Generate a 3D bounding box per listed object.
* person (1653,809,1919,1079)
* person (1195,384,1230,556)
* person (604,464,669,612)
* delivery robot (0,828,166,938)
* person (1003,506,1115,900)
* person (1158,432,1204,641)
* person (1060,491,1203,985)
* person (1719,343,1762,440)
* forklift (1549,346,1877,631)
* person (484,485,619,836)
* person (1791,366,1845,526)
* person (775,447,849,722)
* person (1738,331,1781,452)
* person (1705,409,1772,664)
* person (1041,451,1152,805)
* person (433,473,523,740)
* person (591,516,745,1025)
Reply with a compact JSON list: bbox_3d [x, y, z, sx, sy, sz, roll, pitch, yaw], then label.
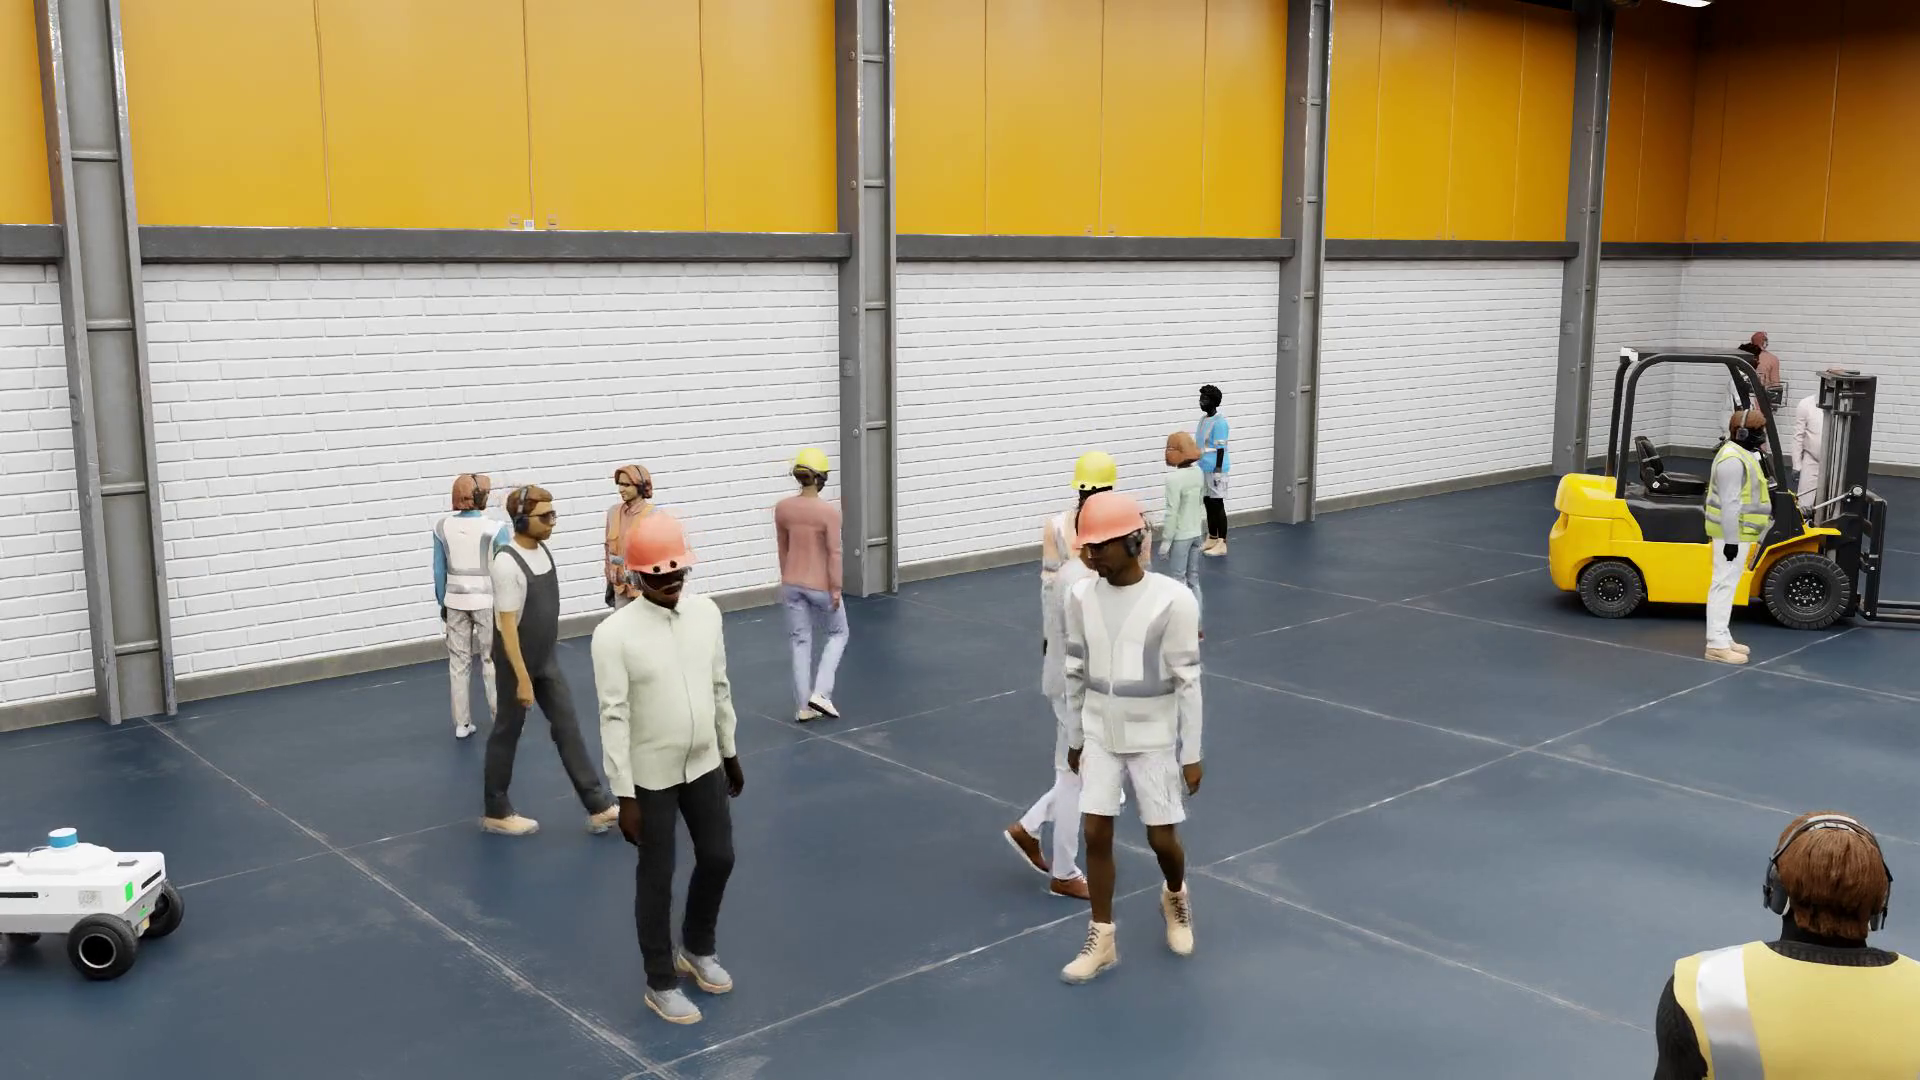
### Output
[{"bbox_3d":[1.724,1.450,3.433,0.633,1.843,0.429,2,10,12],"label":"person"},{"bbox_3d":[2.483,-0.689,16.406,0.321,1.691,0.537,-2,10,-14],"label":"person"},{"bbox_3d":[-2.046,0.330,10.572,0.513,1.642,0.313,6,11,31],"label":"person"},{"bbox_3d":[-3.724,1.447,6.939,0.707,0.478,0.477,0,10,0],"label":"delivery robot"},{"bbox_3d":[0.509,0.729,7.647,0.494,1.846,0.625,0,10,3],"label":"person"},{"bbox_3d":[1.688,-0.002,12.580,0.267,1.622,0.566,7,12,35],"label":"person"},{"bbox_3d":[0.711,0.789,6.797,0.645,2.018,0.664,6,12,33],"label":"person"},{"bbox_3d":[9.002,-1.305,19.239,0.400,1.955,0.608,5,11,28],"label":"person"},{"bbox_3d":[6.109,-0.478,13.691,2.313,2.155,1.214,3,10,16],"label":"forklift"},{"bbox_3d":[-2.041,0.631,8.309,0.913,1.807,0.545,3,10,15],"label":"person"},{"bbox_3d":[8.252,-0.698,15.818,0.642,1.910,0.401,5,11,25],"label":"person"},{"bbox_3d":[-0.934,0.286,10.516,0.522,1.752,0.371,5,11,26],"label":"person"},{"bbox_3d":[11.005,-1.926,23.012,0.641,1.908,0.407,9,13,43],"label":"person"},{"bbox_3d":[5.666,-0.036,12.131,0.429,1.843,0.627,6,11,30],"label":"person"},{"bbox_3d":[0.724,0.473,8.912,0.590,1.923,0.383,2,10,10],"label":"person"},{"bbox_3d":[-2.944,0.413,10.107,0.515,1.636,0.315,2,10,12],"label":"person"},{"bbox_3d":[-1.103,0.880,6.414,0.411,1.977,0.679,9,13,43],"label":"person"}]
